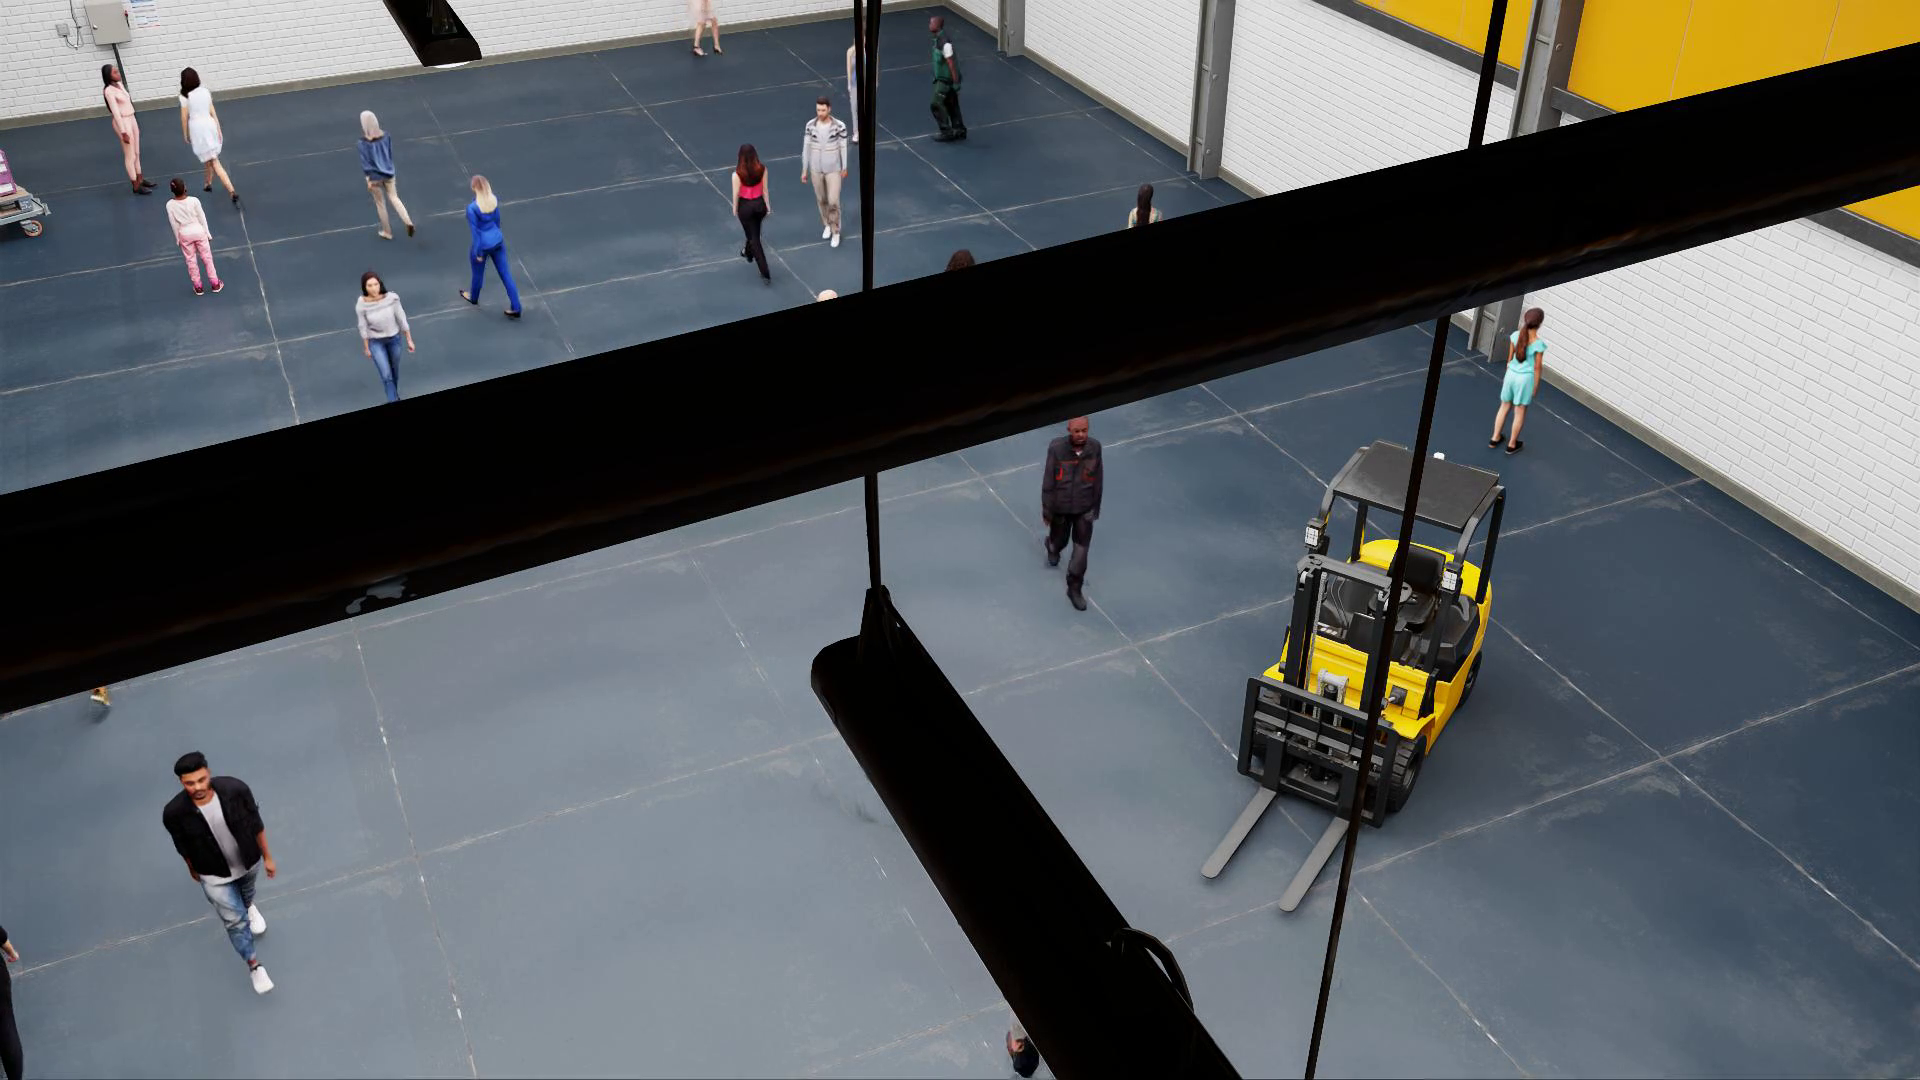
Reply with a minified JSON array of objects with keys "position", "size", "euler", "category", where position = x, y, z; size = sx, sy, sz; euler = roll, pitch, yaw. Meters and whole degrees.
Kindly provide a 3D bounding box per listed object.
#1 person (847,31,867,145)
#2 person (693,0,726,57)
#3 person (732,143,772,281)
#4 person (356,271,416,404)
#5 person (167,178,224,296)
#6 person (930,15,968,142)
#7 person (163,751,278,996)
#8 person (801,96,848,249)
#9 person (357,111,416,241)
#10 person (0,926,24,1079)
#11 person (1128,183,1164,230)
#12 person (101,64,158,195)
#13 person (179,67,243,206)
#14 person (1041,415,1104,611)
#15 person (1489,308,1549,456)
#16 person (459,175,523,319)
[{"position":[-1.380,-6.505,23.810],"size":[0.944,1.568,1.091],"euler":[5,34,8],"category":"person"},{"position":[-4.204,-8.684,26.899],"size":[0.938,1.780,0.884],"euler":[1,34,1],"category":"person"},{"position":[-2.448,-3.879,19.820],"size":[0.688,1.613,1.148],"euler":[-19,38,-26],"category":"person"},{"position":[-5.912,-2.034,17.069],"size":[0.695,1.586,1.035],"euler":[-19,38,-26],"category":"person"},{"position":[-9.019,-3.589,19.538],"size":[0.546,1.443,0.510],"euler":[-12,36,-18],"category":"person"},{"position":[-0.109,-6.527,23.644],"size":[0.867,1.790,0.804],"euler":[-9,35,-14],"category":"person"},{"position":[-4.781,2.012,10.828],"size":[0.861,1.755,1.242],"euler":[-22,40,-30],"category":"person"},{"position":[-1.656,-4.667,20.803],"size":[0.919,1.837,0.984],"euler":[7,34,11],"category":"person"},{"position":[-7.144,-4.499,20.687],"size":[0.994,1.685,0.835],"euler":[25,41,32],"category":"person"},{"position":[-5.843,2.714,9.909],"size":[0.619,1.604,1.083],"euler":[-16,37,-22],"category":"person"},{"position":[2.061,-3.149,18.700],"size":[0.981,1.636,1.083],"euler":[9,35,13],"category":"person"},{"position":[-11.095,-5.471,22.117],"size":[0.741,1.721,0.587],"euler":[-3,34,-5],"category":"person"},{"position":[-9.779,-5.199,21.669],"size":[1.284,1.765,0.939],"euler":[27,42,34],"category":"person"},{"position":[0.940,-0.344,14.338],"size":[0.908,1.794,1.162],"euler":[-5,34,-7],"category":"person"},{"position":[5.534,-1.586,16.419],"size":[0.668,1.559,0.556],"euler":[-27,42,-35],"category":"person"},{"position":[-5.277,-3.288,18.892],"size":[1.226,1.655,1.023],"euler":[21,39,28],"category":"person"}]
